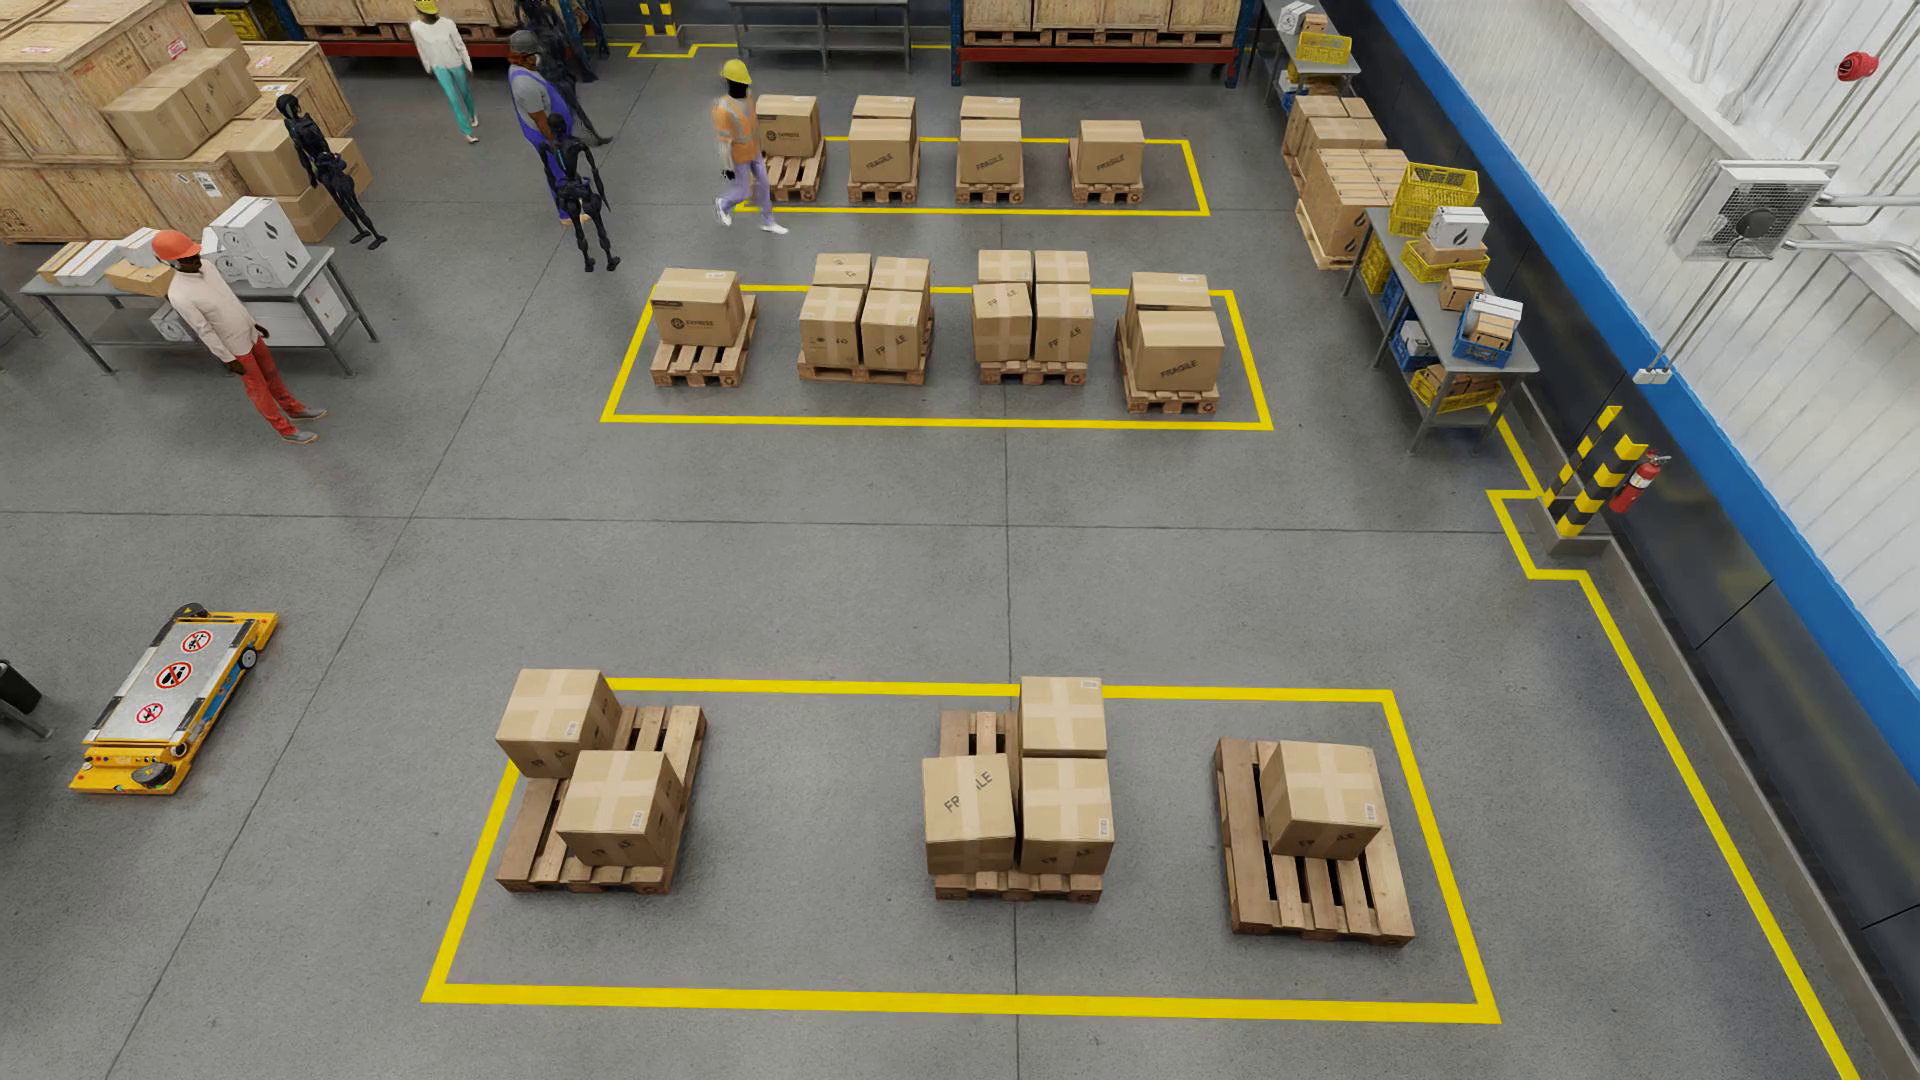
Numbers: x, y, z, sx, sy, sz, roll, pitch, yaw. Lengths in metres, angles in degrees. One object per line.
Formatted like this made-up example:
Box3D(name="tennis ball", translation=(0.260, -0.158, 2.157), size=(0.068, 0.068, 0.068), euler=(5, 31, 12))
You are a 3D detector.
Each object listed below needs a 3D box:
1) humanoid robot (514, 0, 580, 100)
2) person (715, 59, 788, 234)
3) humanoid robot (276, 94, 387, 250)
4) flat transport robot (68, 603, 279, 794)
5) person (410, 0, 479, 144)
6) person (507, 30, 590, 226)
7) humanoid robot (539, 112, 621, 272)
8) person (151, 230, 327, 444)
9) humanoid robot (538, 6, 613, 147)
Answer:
Box3D(name="humanoid robot", translation=(-5.564, -6.666, 12.125), size=(0.821, 1.624, 0.598), euler=(16, 52, 13))
Box3D(name="person", translation=(-2.351, -4.182, 9.838), size=(0.722, 1.893, 0.603), euler=(19, 52, 16))
Box3D(name="humanoid robot", translation=(-6.708, -3.900, 9.741), size=(0.579, 1.651, 0.307), euler=(20, 53, 16))
Box3D(name="flat transport robot", translation=(-5.504, 1.072, 6.442), size=(0.652, 0.197, 1.431), euler=(1, 50, 1))
Box3D(name="person", translation=(-6.366, -5.879, 11.389), size=(0.553, 1.706, 0.929), euler=(-23, 54, -18))
Box3D(name="person", translation=(-4.488, -4.485, 10.003), size=(0.535, 2.000, 0.683), euler=(-20, 53, -16))
Box3D(name="humanoid robot", translation=(-3.941, -3.570, 9.464), size=(0.555, 1.653, 0.319), euler=(-1, 50, -1))
Box3D(name="person", translation=(-6.014, -1.672, 7.652), size=(0.376, 1.995, 0.610), euler=(-7, 50, -6))
Box3D(name="humanoid robot", translation=(-4.804, -5.688, 11.282), size=(0.748, 1.627, 0.573), euler=(1, 50, 1))
